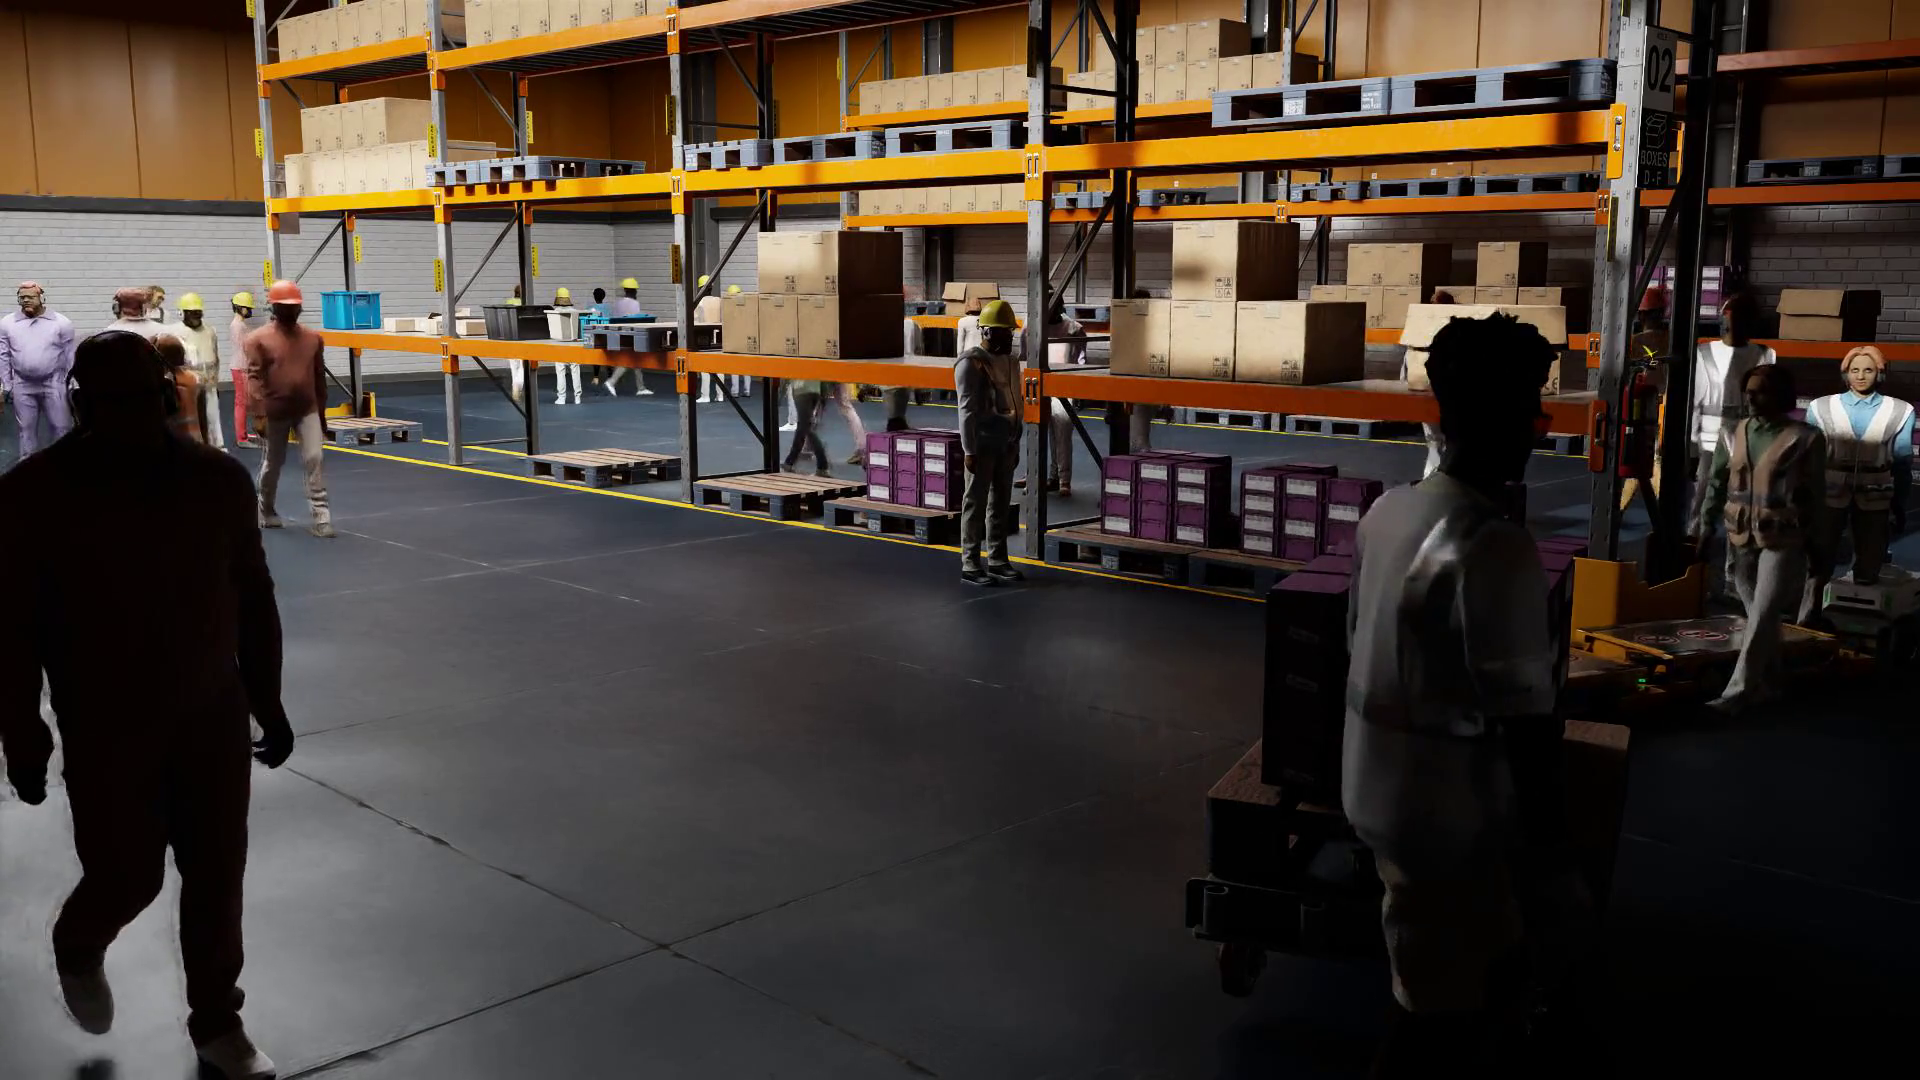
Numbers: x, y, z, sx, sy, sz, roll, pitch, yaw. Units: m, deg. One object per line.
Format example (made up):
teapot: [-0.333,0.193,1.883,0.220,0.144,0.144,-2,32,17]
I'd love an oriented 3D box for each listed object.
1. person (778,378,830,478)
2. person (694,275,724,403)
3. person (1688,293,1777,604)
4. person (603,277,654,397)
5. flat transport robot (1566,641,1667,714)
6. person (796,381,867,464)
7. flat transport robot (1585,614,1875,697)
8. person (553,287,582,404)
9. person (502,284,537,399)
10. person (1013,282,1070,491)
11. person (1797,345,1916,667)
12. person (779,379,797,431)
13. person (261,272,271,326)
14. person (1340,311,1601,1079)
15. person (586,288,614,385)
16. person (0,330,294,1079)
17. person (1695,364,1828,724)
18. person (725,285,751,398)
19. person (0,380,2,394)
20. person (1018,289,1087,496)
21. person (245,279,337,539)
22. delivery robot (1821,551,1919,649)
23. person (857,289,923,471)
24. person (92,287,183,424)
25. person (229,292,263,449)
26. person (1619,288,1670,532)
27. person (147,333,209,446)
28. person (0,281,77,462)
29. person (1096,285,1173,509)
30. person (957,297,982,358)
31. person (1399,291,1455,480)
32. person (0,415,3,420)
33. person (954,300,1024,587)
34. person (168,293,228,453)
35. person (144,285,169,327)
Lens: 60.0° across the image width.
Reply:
person: [-1.550,-1.398,16.154,0.848,1.584,0.520,7,12,37]
person: [-3.797,-3.026,25.114,0.584,1.927,0.369,-7,11,-35]
person: [4.657,-0.552,10.097,0.594,1.881,0.370,-1,9,-4]
person: [-5.285,-3.215,26.384,0.885,1.895,0.589,-7,11,-36]
flat transport robot: [2.450,0.662,7.568,1.431,0.197,0.652,-5,10,-26]
person: [-1.335,-1.758,17.273,1.031,1.950,0.630,7,12,37]
flat transport robot: [3.726,0.554,8.230,1.431,0.197,0.652,-4,10,-21]
person: [-5.929,-2.907,24.945,0.490,1.743,0.324,-6,11,-30]
person: [-6.797,-3.046,25.611,0.654,1.809,0.803,1,9,5]
person: [0.766,-1.411,15.195,0.371,1.934,0.627,-8,12,-39]
person: [4.551,-0.171,8.483,0.514,1.640,0.315,5,10,27]
person: [-2.080,-2.286,20.767,0.314,1.864,0.535,8,12,39]
person: [-11.266,-3.452,27.387,0.394,2.038,0.605,3,10,20]
person: [0.973,0.538,3.217,0.536,1.937,0.643,0,9,1]
person: [-6.273,-3.548,29.042,0.530,1.689,0.321,-7,12,-37]
person: [-2.033,0.422,4.127,0.589,1.887,0.663,8,12,39]
person: [3.553,0.018,7.460,0.788,1.602,0.541,-5,11,-29]
person: [-3.513,-3.099,26.054,0.526,1.769,0.328,-9,13,-43]
person: [-11.471,-1.974,19.513,0.532,1.653,0.899,-9,13,-43]
person: [0.812,-1.304,14.827,0.629,1.840,0.429,2,9,12]
person: [-5.148,-1.009,12.693,0.632,1.955,1.000,-8,12,-41]
delivery robot: [4.778,0.295,8.658,0.707,0.478,0.477,-9,13,-44]
person: [-0.648,-1.479,15.759,0.570,1.884,0.988,-9,13,-43]
person: [-6.191,-0.945,12.492,0.515,1.878,0.770,7,12,39]
person: [-8.066,-1.906,18.767,0.327,1.760,0.523,-4,10,-23]
person: [5.156,-0.945,12.527,0.539,1.886,1.011,-4,10,-21]
person: [-5.203,-0.586,11.148,0.823,1.607,0.529,5,10,27]
person: [-8.583,-1.447,15.496,0.651,1.906,0.402,-3,10,-17]
person: [1.509,-1.119,13.539,0.632,1.901,0.981,-9,13,-43]
person: [0.200,-2.578,23.290,0.498,1.625,0.280,-3,10,-18]
person: [4.070,-1.186,14.153,0.583,1.841,0.983,-2,10,-14]
person: [-12.605,-2.310,20.845,0.975,1.896,0.539,-4,10,-23]
person: [0.209,-0.617,10.668,0.403,1.827,0.588,8,12,39]
person: [-7.779,-1.607,16.863,0.944,1.785,0.616,7,12,37]
person: [-10.752,-2.469,22.072,0.454,1.803,0.545,8,12,41]
